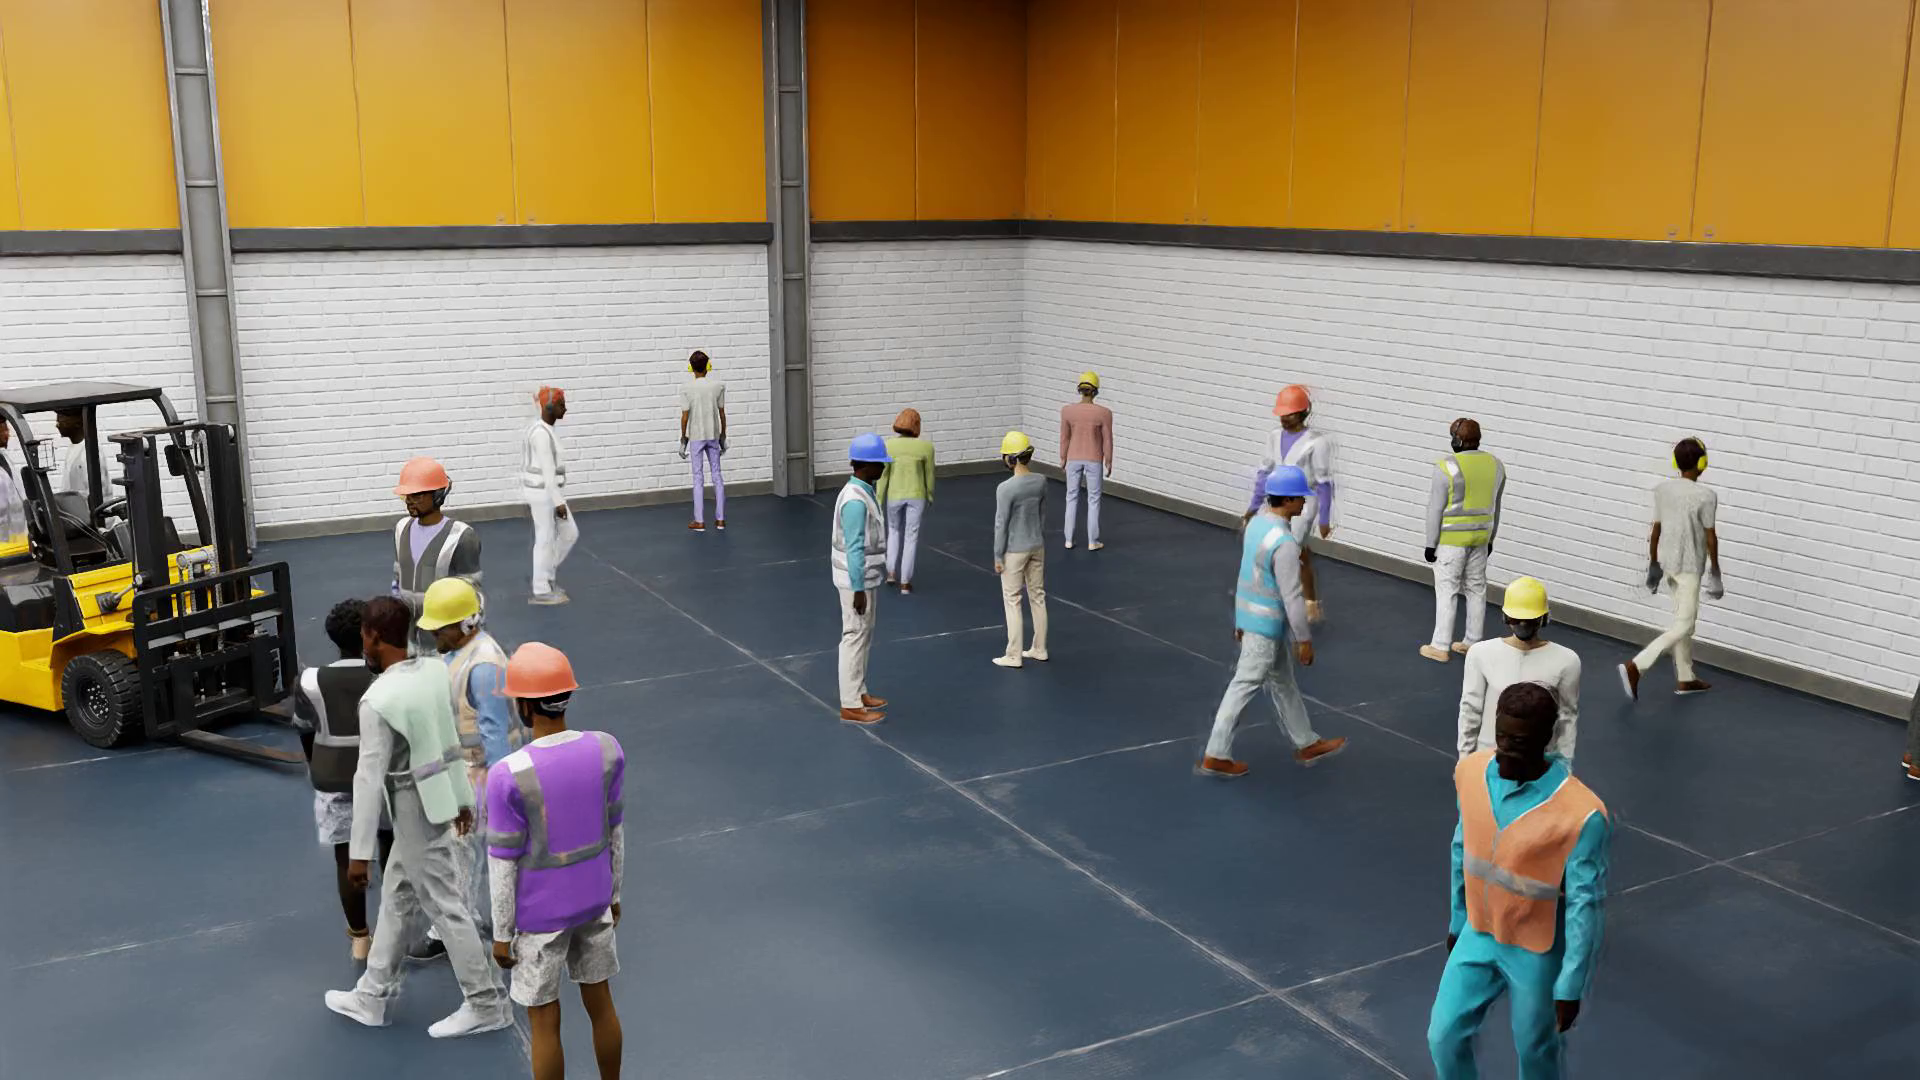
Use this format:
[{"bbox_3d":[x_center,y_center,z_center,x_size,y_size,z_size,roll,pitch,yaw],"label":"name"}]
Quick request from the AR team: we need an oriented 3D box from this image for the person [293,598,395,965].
[{"bbox_3d":[-2.801,1.078,7.768,0.540,1.670,0.725,-4,13,-16],"label":"person"}]

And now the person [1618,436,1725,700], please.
[{"bbox_3d":[4.934,0.211,11.451,0.841,1.838,0.526,-4,13,-20],"label":"person"}]

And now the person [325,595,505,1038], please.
[{"bbox_3d":[-2.346,1.164,6.914,0.889,1.858,0.704,1,12,4],"label":"person"}]

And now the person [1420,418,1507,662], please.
[{"bbox_3d":[3.749,-0.001,12.462,0.626,1.836,0.430,-4,13,-20],"label":"person"}]

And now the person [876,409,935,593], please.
[{"bbox_3d":[-0.475,-0.360,14.689,0.512,1.600,0.646,1,12,3],"label":"person"}]

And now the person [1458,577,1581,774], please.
[{"bbox_3d":[2.598,1.031,7.775,0.533,1.767,0.322,3,12,14],"label":"person"}]

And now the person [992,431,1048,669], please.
[{"bbox_3d":[0.433,0.072,12.301,0.528,1.761,0.340,-11,17,-43],"label":"person"}]

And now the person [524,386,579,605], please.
[{"bbox_3d":[-3.469,-0.368,14.099,0.451,1.863,0.596,0,12,-1],"label":"person"}]

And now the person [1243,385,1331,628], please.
[{"bbox_3d":[2.554,-0.231,13.129,0.975,1.989,0.667,-6,13,-26],"label":"person"}]

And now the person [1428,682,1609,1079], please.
[{"bbox_3d":[1.869,1.404,5.707,0.677,1.893,0.618,-9,15,-35],"label":"person"}]

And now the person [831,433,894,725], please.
[{"bbox_3d":[-0.644,0.250,11.040,0.421,1.939,0.616,1,12,3],"label":"person"}]

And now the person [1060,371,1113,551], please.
[{"bbox_3d":[1.236,-0.768,16.241,0.531,1.755,0.343,4,13,17],"label":"person"}]

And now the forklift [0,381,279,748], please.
[{"bbox_3d":[-5.853,0.085,11.199,2.313,2.155,1.214,7,14,28],"label":"forklift"}]

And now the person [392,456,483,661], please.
[{"bbox_3d":[-2.982,0.537,9.438,0.605,2.045,0.377,6,13,24],"label":"person"}]

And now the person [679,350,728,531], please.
[{"bbox_3d":[-2.653,-1.023,17.176,0.518,1.865,0.330,-6,13,-25],"label":"person"}]

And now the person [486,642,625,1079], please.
[{"bbox_3d":[-1.474,1.315,6.067,0.388,1.930,0.544,12,17,43],"label":"person"}]

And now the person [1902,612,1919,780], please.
[{"bbox_3d":[5.915,0.523,9.937,0.335,1.862,0.521,6,14,27],"label":"person"}]

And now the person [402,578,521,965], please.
[{"bbox_3d":[-2.324,1.043,7.641,0.773,1.793,0.631,-6,13,-25],"label":"person"}]

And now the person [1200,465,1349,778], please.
[{"bbox_3d":[1.899,0.499,9.930,0.974,1.901,0.646,-1,12,-4],"label":"person"}]

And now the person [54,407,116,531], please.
[{"bbox_3d":[-6.741,-0.151,12.877,0.372,1.962,0.606,-9,15,-35],"label":"person"}]
